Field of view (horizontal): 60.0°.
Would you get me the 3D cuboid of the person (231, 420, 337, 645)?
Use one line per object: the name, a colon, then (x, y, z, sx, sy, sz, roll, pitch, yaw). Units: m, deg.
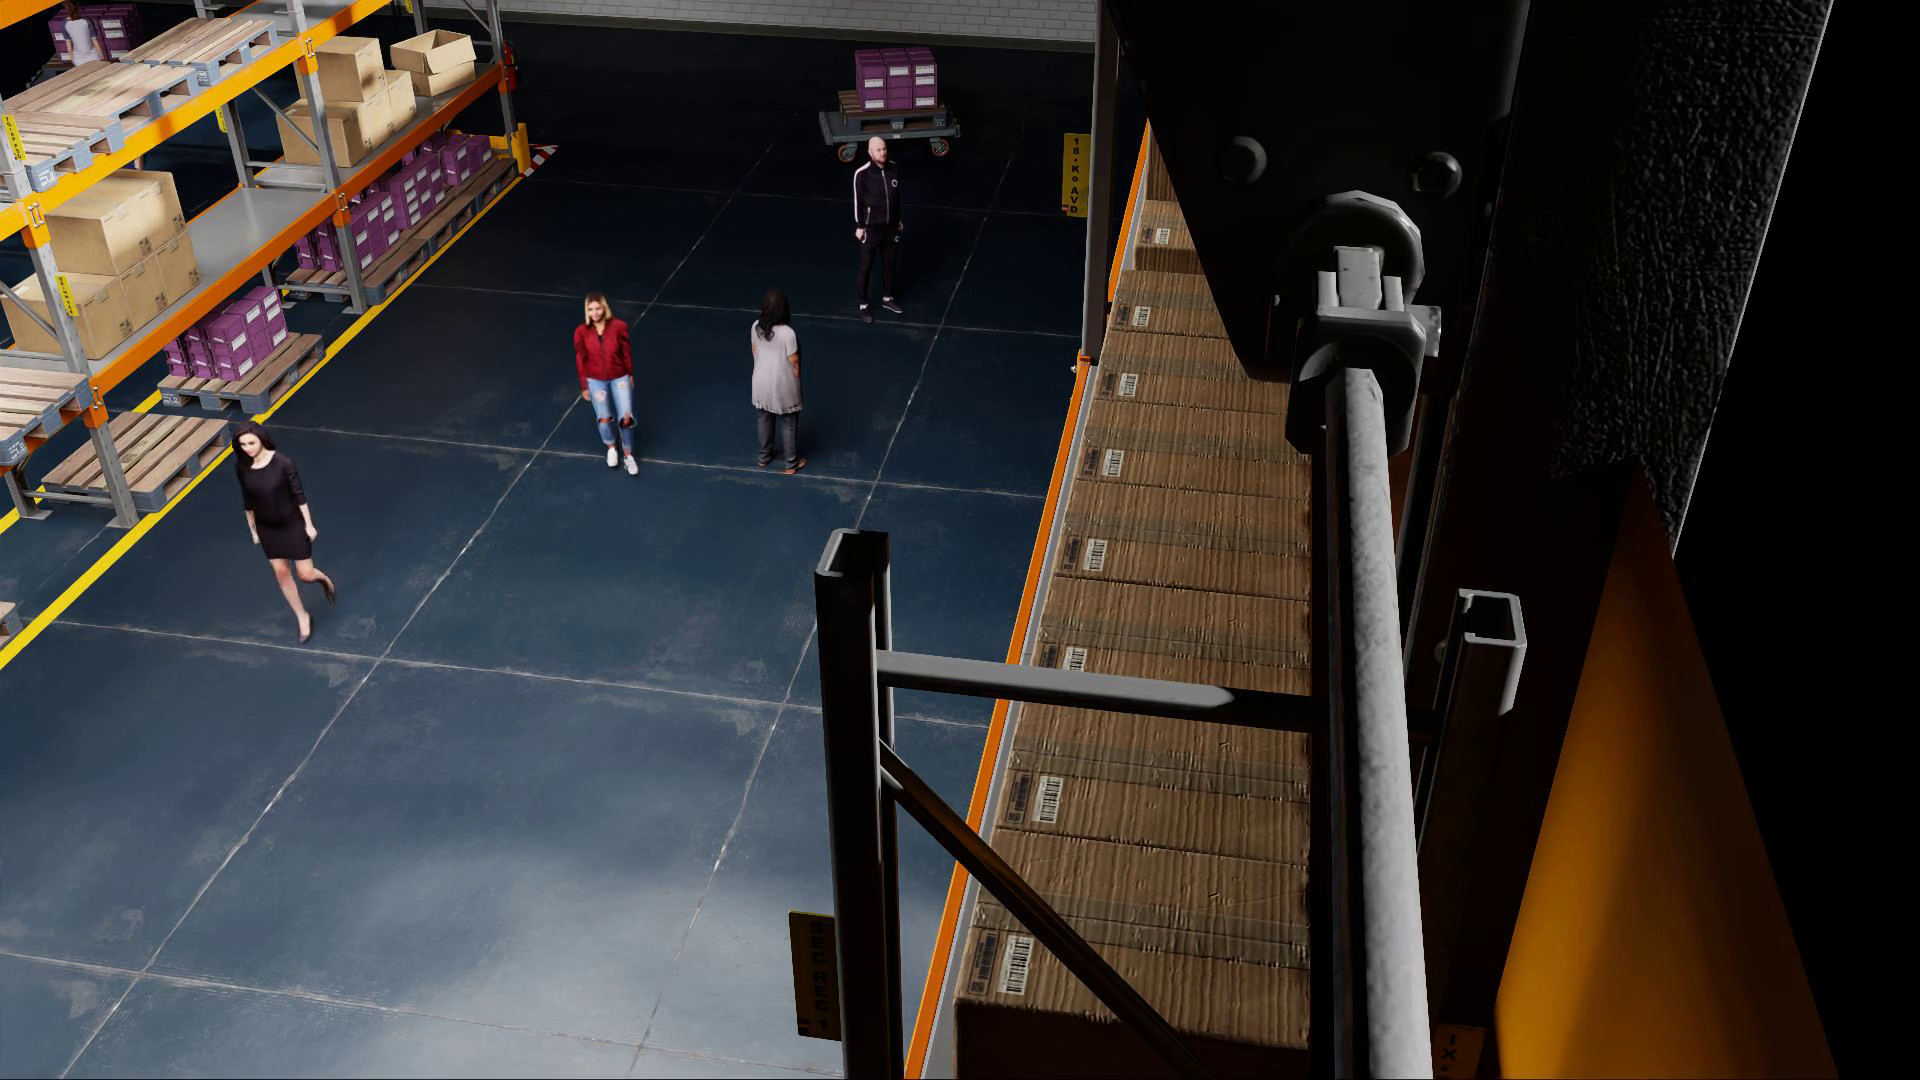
person: (-4.775, -0.097, 11.838, 0.662, 1.788, 0.758, 2, 34, 3)

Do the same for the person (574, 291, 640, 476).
person: (-2.947, -1.358, 13.893, 0.755, 1.613, 0.825, -8, 34, -12)

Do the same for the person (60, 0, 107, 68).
person: (-10.757, -5.873, 20.549, 0.632, 1.764, 0.656, -7, 34, -10)

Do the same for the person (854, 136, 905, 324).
person: (-0.805, -3.063, 16.256, 0.756, 1.836, 0.812, -20, 39, -28)

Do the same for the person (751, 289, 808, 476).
person: (-1.531, -1.321, 13.846, 0.729, 1.603, 0.768, 18, 37, 25)
